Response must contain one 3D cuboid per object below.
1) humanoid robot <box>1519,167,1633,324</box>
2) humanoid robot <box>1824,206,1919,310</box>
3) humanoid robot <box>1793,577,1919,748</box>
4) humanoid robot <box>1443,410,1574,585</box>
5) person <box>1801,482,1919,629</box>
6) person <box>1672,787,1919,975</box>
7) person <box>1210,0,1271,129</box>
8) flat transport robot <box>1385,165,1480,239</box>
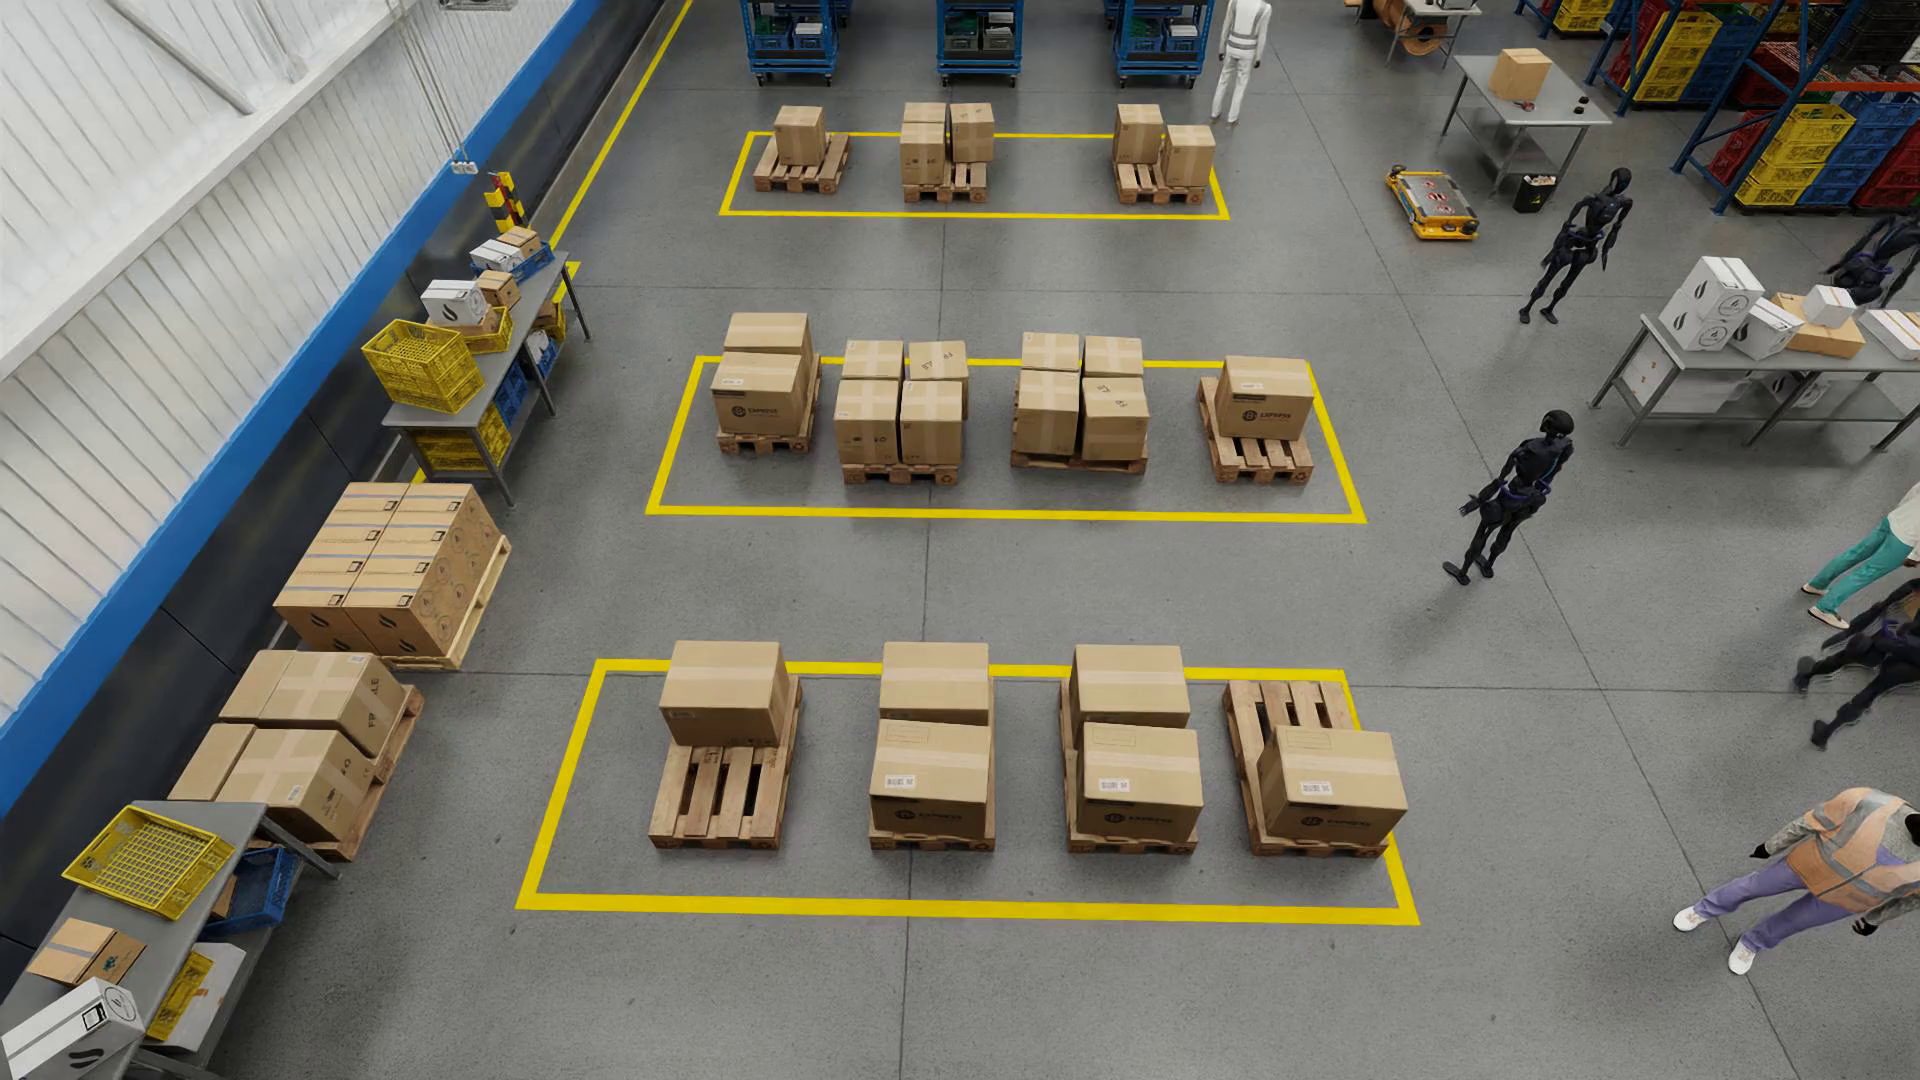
[{"bbox_3d":[6.149,-2.883,9.087,0.601,1.658,0.324,2,49,1],"label":"humanoid robot"},{"bbox_3d":[8.671,-2.524,8.785,0.385,1.643,0.641,-6,49,-5],"label":"humanoid robot"},{"bbox_3d":[6.167,0.690,6.031,0.621,1.624,0.759,28,55,22],"label":"humanoid robot"},{"bbox_3d":[4.121,-0.315,6.865,0.600,1.657,0.330,-11,50,-9],"label":"humanoid robot"},{"bbox_3d":[6.845,-0.051,6.586,0.326,1.767,0.530,18,52,15],"label":"person"},{"bbox_3d":[4.623,1.808,4.872,0.373,1.924,0.594,-31,56,-24],"label":"person"},{"bbox_3d":[3.668,-6.388,11.998,0.581,1.878,0.357,25,54,20],"label":"person"},{"bbox_3d":[5.692,-4.094,11.059,0.652,0.197,1.431,1,49,1],"label":"flat transport robot"}]
